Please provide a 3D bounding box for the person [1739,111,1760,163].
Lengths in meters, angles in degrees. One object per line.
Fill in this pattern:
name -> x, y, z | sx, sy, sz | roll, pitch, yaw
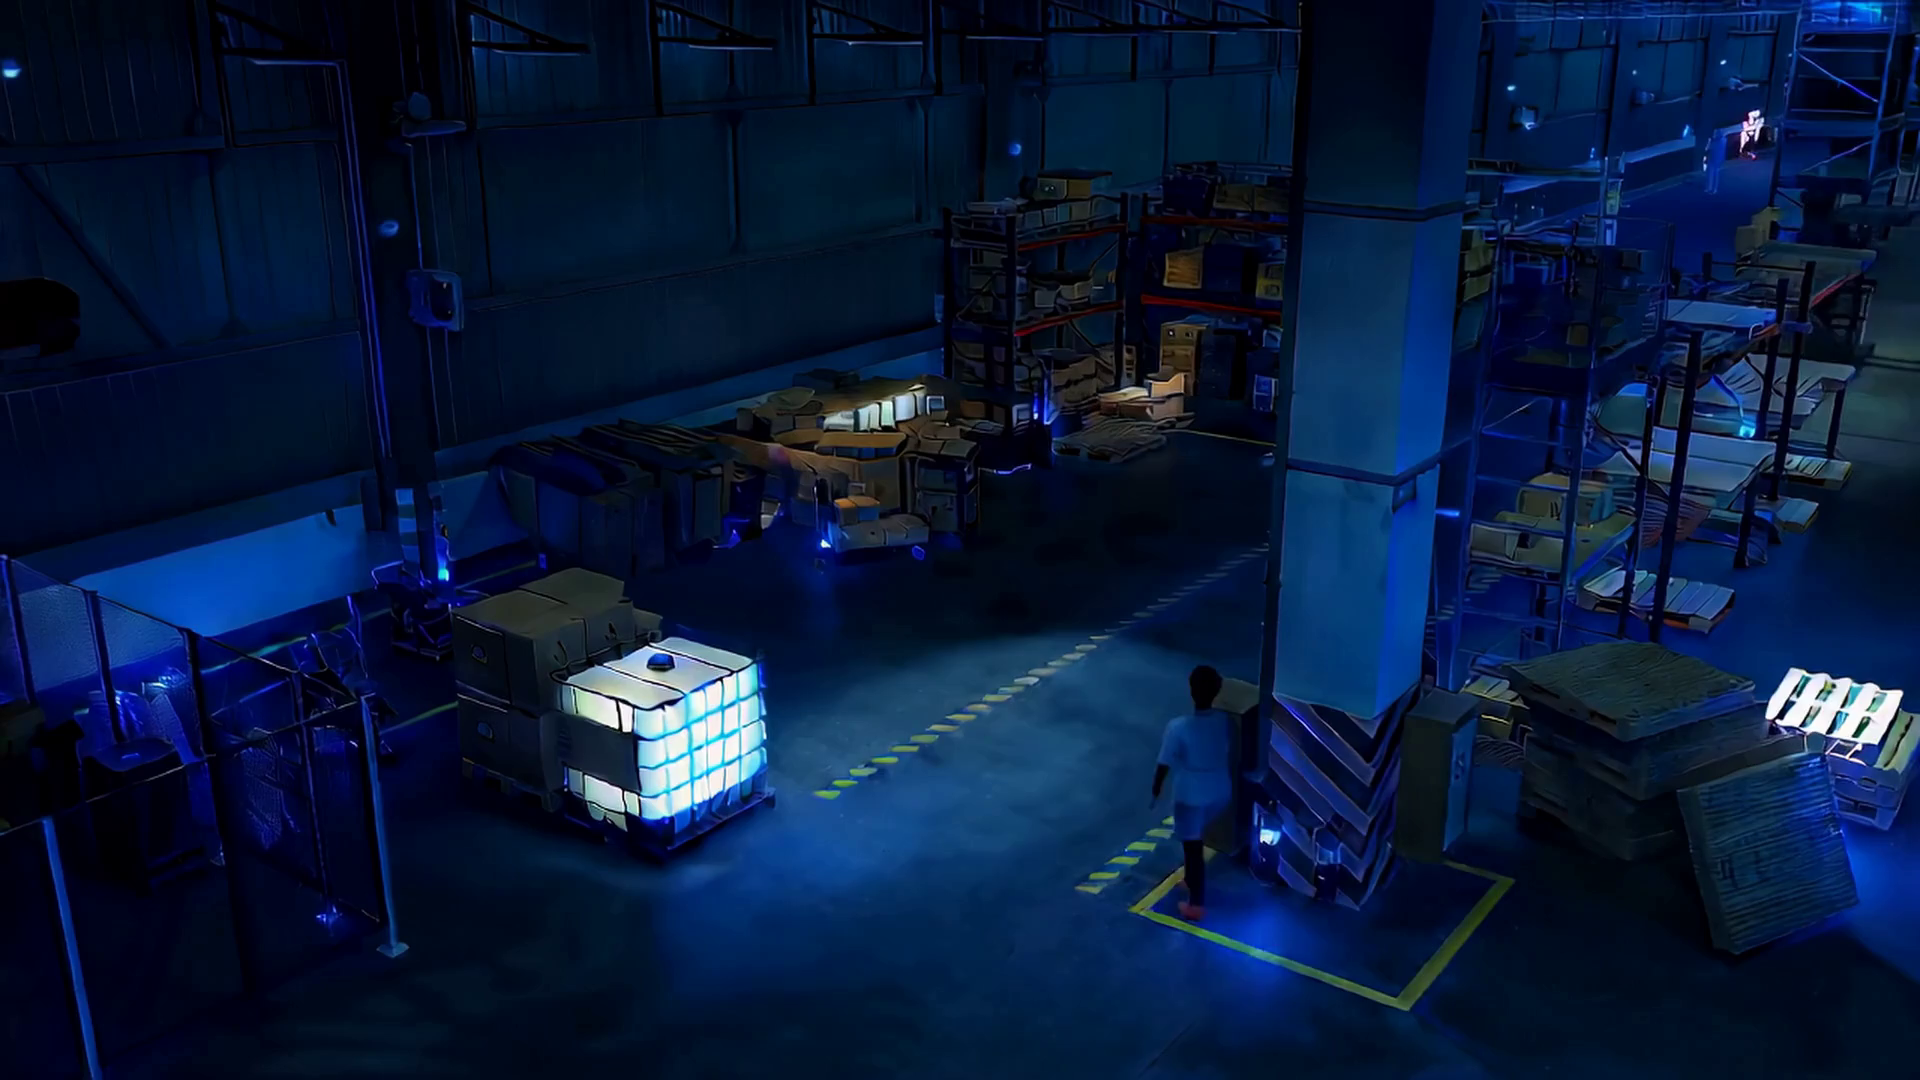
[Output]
person -> 28.176, -14.401, 59.385 | 0.413, 1.827, 0.594 | -16, 24, -40

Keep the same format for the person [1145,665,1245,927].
person -> 1.485, 1.601, 10.616 | 0.641, 1.660, 0.640 | -7, 19, -21

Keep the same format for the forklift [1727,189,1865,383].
forklift -> 13.187, -4.015, 25.905 | 1.873, 2.768, 1.129 | 13, 22, 34

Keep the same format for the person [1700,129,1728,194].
person -> 22.709, -11.398, 50.059 | 0.409, 1.903, 0.639 | -7, 19, -20
